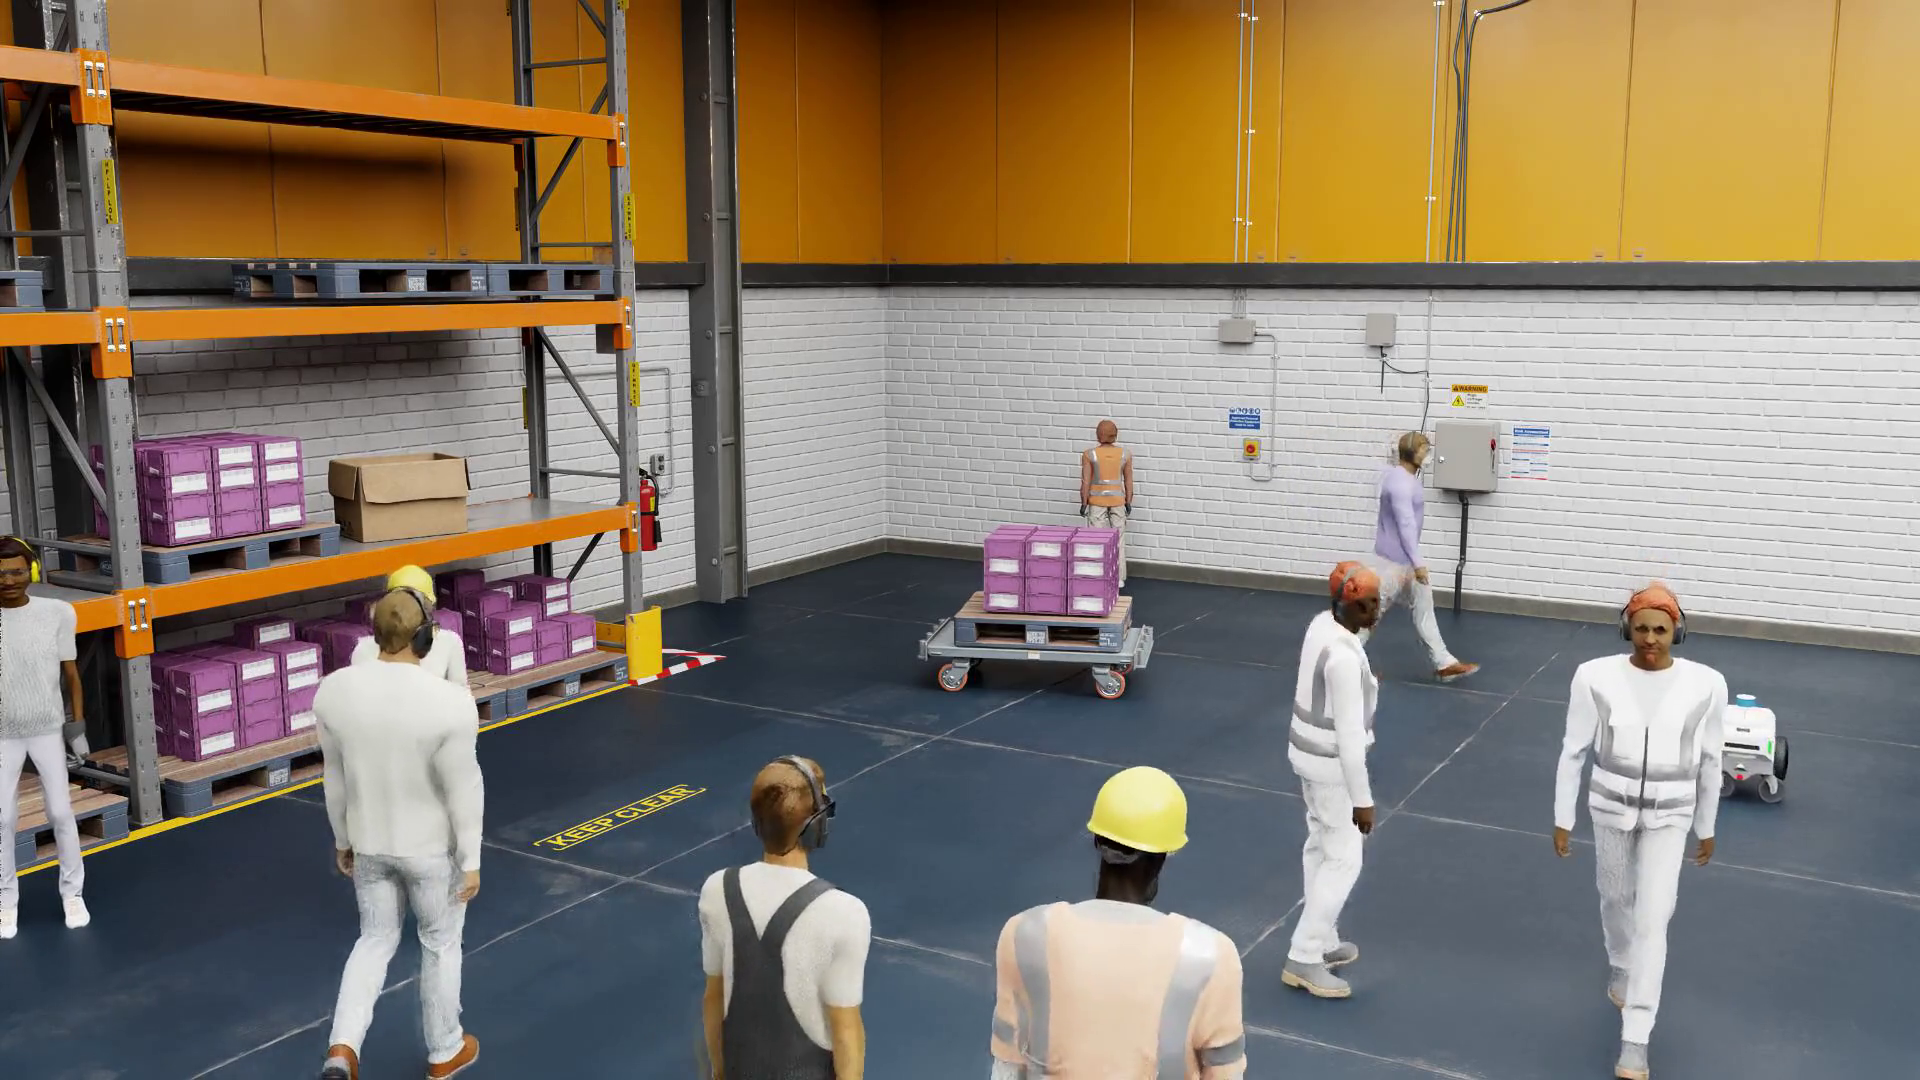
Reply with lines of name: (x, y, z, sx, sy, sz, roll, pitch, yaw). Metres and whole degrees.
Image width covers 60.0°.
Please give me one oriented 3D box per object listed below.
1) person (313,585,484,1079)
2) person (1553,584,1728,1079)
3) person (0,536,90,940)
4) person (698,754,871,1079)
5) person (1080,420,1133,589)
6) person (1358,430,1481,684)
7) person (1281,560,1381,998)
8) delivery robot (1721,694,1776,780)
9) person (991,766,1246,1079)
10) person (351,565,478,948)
person: (-2.019, 1.119, 5.995, 0.638, 1.924, 0.714, 2, 9, 10)
person: (2.677, 1.072, 6.580, 0.593, 1.841, 0.990, 4, 10, 24)
person: (-4.281, 0.894, 7.619, 0.509, 1.860, 0.318, -5, 10, -26)
person: (-0.474, 1.452, 4.304, 0.514, 1.816, 0.909, 4, 10, 24)
person: (1.404, -0.330, 15.941, 0.523, 1.636, 0.308, -2, 9, -10)
person: (3.300, 0.140, 12.227, 1.033, 1.884, 0.632, 4, 10, 24)
person: (1.562, 0.988, 7.065, 0.407, 1.853, 0.650, 0, 9, -3)
delivery robot: (4.596, 1.152, 9.762, 0.477, 0.478, 0.707, 4, 10, 26)
person: (0.370, 1.475, 3.992, 0.612, 1.865, 1.005, 3, 9, 16)
person: (-2.531, 0.950, 7.695, 0.534, 1.720, 0.912, -8, 12, -43)
